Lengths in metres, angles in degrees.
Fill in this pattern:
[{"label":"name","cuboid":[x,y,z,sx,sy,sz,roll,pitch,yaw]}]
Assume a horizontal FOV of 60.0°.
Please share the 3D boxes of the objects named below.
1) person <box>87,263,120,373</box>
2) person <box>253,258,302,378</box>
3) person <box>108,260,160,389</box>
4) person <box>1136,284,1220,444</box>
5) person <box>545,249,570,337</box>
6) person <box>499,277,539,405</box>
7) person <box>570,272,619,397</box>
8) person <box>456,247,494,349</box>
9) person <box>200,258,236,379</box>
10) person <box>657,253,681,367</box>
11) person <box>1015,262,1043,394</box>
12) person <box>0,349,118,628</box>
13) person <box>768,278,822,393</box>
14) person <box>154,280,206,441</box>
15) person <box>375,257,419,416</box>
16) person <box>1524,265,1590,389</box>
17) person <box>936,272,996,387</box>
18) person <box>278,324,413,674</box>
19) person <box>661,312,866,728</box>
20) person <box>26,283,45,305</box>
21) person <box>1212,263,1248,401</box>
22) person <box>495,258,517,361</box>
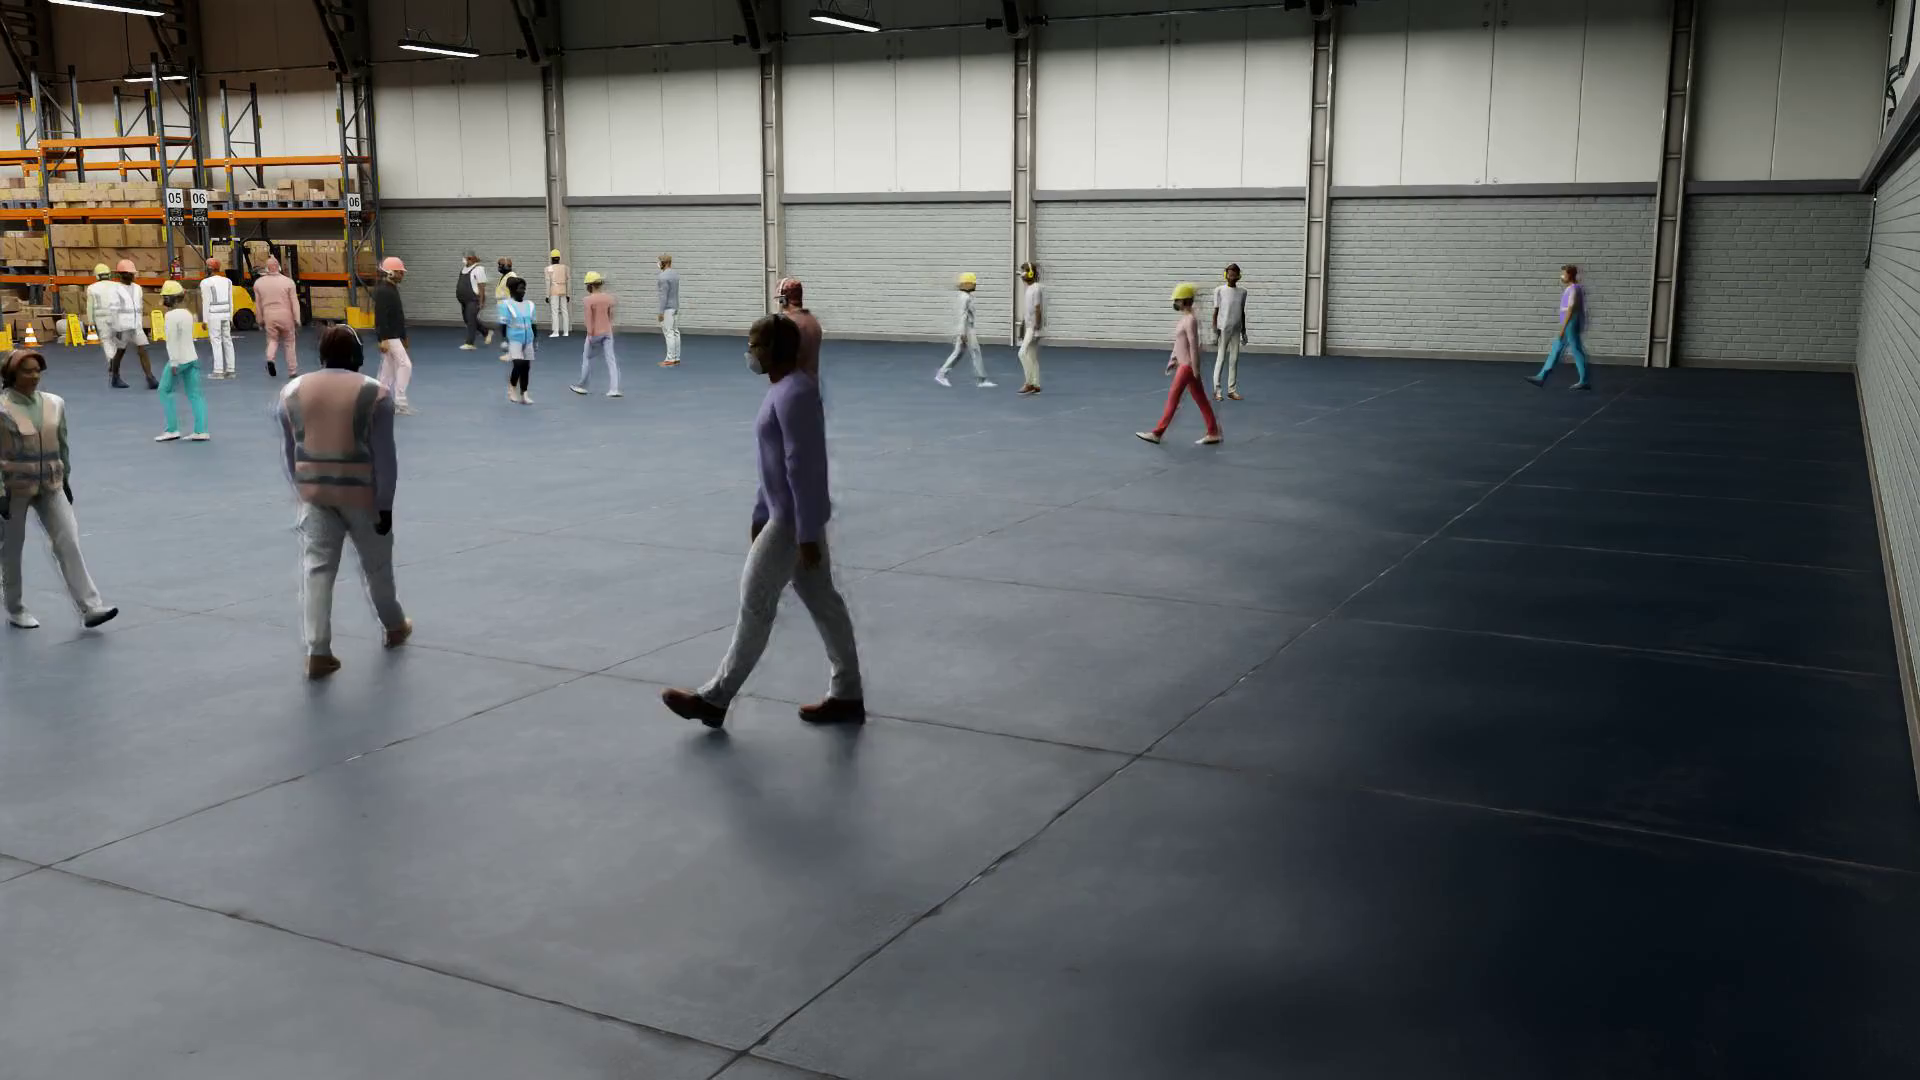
[{"label":"person","cuboid":[-13.774,-3.572,26.910,0.594,1.798,0.815,-9,14,-42]},{"label":"person","cuboid":[-10.689,-3.462,26.057,0.671,1.882,0.566,-1,10,-6]},{"label":"person","cuboid":[-12.117,-3.134,24.255,1.019,1.887,0.561,5,12,27]},{"label":"person","cuboid":[2.380,-1.868,17.803,0.920,1.717,0.525,1,10,4]},{"label":"person","cuboid":[-8.871,-5.428,36.654,0.586,1.928,0.363,-9,13,-39]},{"label":"person","cuboid":[-5.817,-2.630,22.029,0.366,1.685,0.551,9,14,41]},{"label":"person","cuboid":[-5.112,-2.868,23.244,0.887,1.727,0.532,8,13,39]},{"label":"person","cuboid":[-9.622,-4.807,32.958,0.685,2.000,0.763,10,14,44]},{"label":"person","cuboid":[-11.635,-3.465,26.077,0.343,1.881,0.580,4,11,22]},{"label":"person","cuboid":[-4.999,-3.942,28.522,0.358,1.938,0.632,2,11,10]},{"label":"person","cuboid":[0.913,-2.969,23.426,0.536,1.854,0.570,-2,11,-10]},{"label":"person","cuboid":[-5.172,-0.264,9.366,0.822,1.595,0.542,6,12,29]},{"label":"person","cuboid":[-1.329,-1.121,13.242,0.399,1.902,0.642,3,11,14]},{"label":"person","cuboid":[-8.548,-1.936,18.076,0.631,1.743,0.560,1,10,3]},{"label":"person","cuboid":[-7.001,-2.525,20.699,0.678,1.965,0.645,-2,11,-8]},{"label":"person","cuboid":[8.794,-3.092,24.254,0.949,1.792,0.594,2,11,10]},{"label":"person","cuboid":[0.065,-3.116,24.657,0.891,1.700,0.503,0,10,0]},{"label":"person","cuboid":[-3.235,-0.234,8.732,0.640,1.783,1.005,0,10,1]},{"label":"person","cuboid":[-0.887,-0.078,7.563,0.984,1.889,0.660,-1,10,-5]},{"label":"person","cuboid":[-24.788,-6.883,44.616,0.389,1.919,0.588,5,12,26]},{"label":"person","cuboid":[3.681,-2.824,22.631,0.534,1.863,0.321,-4,11,-19]},{"label":"person","cuboid":[-8.072,-4.110,29.702,0.429,1.841,0.634,-6,12,-28]}]
